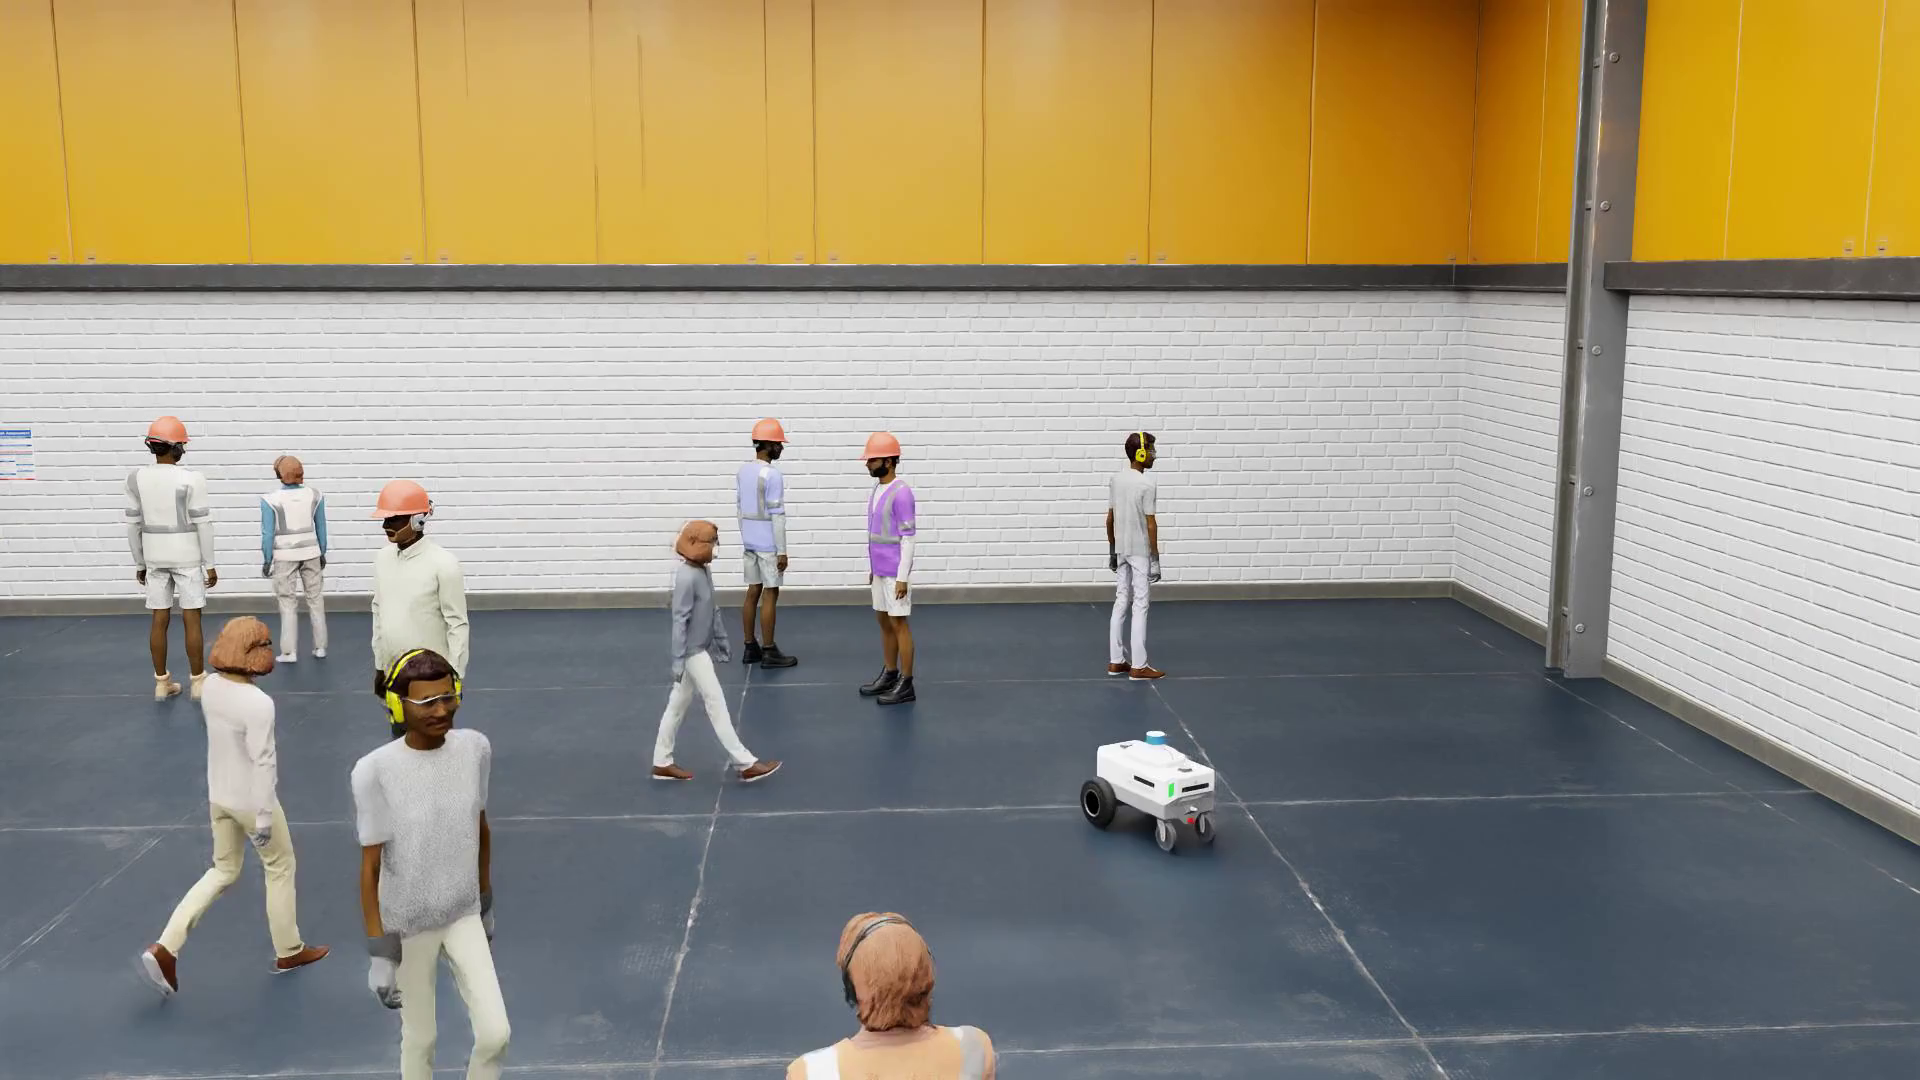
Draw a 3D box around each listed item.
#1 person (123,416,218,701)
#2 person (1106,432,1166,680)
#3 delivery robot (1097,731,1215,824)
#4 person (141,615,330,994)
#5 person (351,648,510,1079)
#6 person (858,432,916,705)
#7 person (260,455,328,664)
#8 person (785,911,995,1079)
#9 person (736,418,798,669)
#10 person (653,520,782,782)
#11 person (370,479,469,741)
[{"bbox_3d":[-5.586,0.138,11.843,0.611,2.043,0.374,0,9,3],"label":"person"},{"bbox_3d":[1.317,0.119,12.530,0.314,1.862,0.532,-7,11,-36],"label":"person"},{"bbox_3d":[1.058,1.282,9.025,0.477,0.478,0.707,-5,10,-31],"label":"delivery robot"},{"bbox_3d":[-3.087,1.118,7.047,0.510,1.608,0.718,6,11,34],"label":"person"},{"bbox_3d":[-1.683,1.262,5.379,0.532,1.848,0.579,-8,12,-42],"label":"person"},{"bbox_3d":[-0.526,0.201,11.786,0.378,1.935,0.556,-4,10,-26],"label":"person"},{"bbox_3d":[-5.198,0.151,13.025,0.520,1.639,0.310,-8,12,-43],"label":"person"},{"bbox_3d":[-0.174,1.623,3.837,0.528,1.625,0.522,-3,9,-16],"label":"person"},{"bbox_3d":[-1.497,0.024,12.895,0.373,1.933,0.550,-7,12,-39],"label":"person"},{"bbox_3d":[-1.476,0.669,9.892,0.829,1.586,0.525,0,9,2],"label":"person"},{"bbox_3d":[-2.824,0.674,8.629,0.625,1.992,0.389,5,10,29],"label":"person"}]
